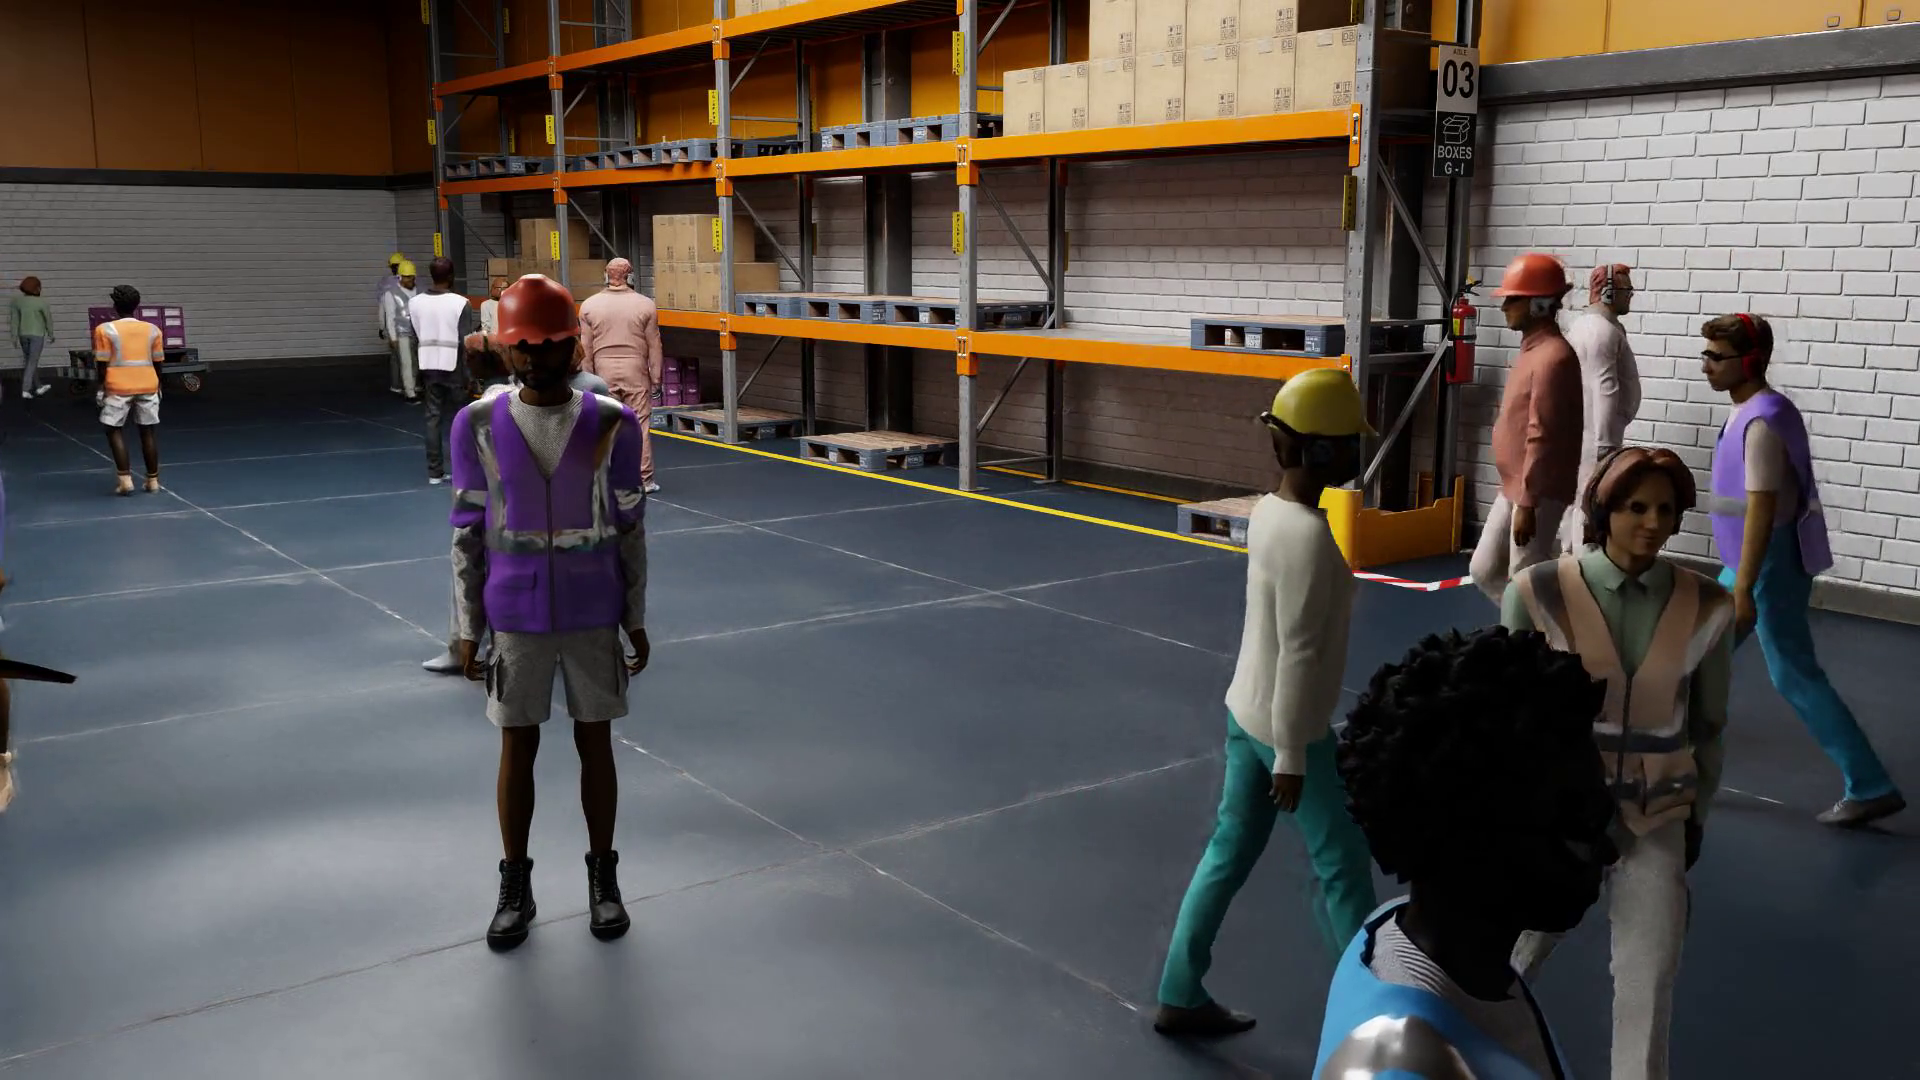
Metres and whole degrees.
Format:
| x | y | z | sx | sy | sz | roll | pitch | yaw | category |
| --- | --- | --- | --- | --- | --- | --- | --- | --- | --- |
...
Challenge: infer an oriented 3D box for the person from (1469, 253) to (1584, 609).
| x | y | z | sx | sy | sz | roll | pitch | yaw | category |
| --- | --- | --- | --- | --- | --- | --- | --- | --- | --- |
| 2.393 | -0.212 | 7.035 | 0.431 | 1.980 | 0.643 | 2 | 10 | 9 | person |

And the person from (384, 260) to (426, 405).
| x | y | z | sx | sy | sz | roll | pitch | yaw | category |
| --- | --- | --- | --- | --- | --- | --- | --- | --- | --- |
| -6.893 | -2.593 | 20.857 | 0.421 | 1.811 | 0.621 | 9 | 13 | 40 | person |

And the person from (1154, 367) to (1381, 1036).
| x | y | z | sx | sy | sz | roll | pitch | yaw | category |
| --- | --- | --- | --- | --- | --- | --- | --- | --- | --- |
| 0.889 | 0.442 | 4.105 | 0.831 | 1.723 | 0.545 | 0 | 10 | -2 | person |

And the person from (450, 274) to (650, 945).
| x | y | z | sx | sy | sz | roll | pitch | yaw | category |
| --- | --- | --- | --- | --- | --- | --- | --- | --- | --- |
| -1.169 | 0.213 | 4.786 | 0.552 | 1.935 | 0.374 | -2 | 10 | -12 | person |

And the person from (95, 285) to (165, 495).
| x | y | z | sx | sy | sz | roll | pitch | yaw | category |
| --- | --- | --- | --- | --- | --- | --- | --- | --- | --- |
| -6.664 | -1.202 | 13.393 | 0.322 | 1.690 | 0.560 | 8 | 13 | 37 | person |

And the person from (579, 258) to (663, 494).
| x | y | z | sx | sy | sz | roll | pitch | yaw | category |
| --- | --- | --- | --- | --- | --- | --- | --- | --- | --- |
| -2.719 | -1.312 | 13.420 | 0.652 | 1.904 | 0.403 | 0 | 10 | -2 | person |

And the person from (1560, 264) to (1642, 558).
| x | y | z | sx | sy | sz | roll | pitch | yaw | category |
| --- | --- | --- | --- | --- | --- | --- | --- | --- | --- |
| 3.645 | -0.606 | 9.461 | 0.407 | 1.908 | 0.641 | 2 | 10 | 9 | person |

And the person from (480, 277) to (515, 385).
| x | y | z | sx | sy | sz | roll | pitch | yaw | category |
| --- | --- | --- | --- | --- | --- | --- | --- | --- | --- |
| -5.399 | -2.278 | 19.613 | 0.496 | 1.629 | 0.277 | -9 | 13 | -40 | person |

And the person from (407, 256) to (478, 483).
| x | y | z | sx | sy | sz | roll | pitch | yaw | category |
| --- | --- | --- | --- | --- | --- | --- | --- | --- | --- |
| -4.342 | -1.424 | 14.021 | 0.598 | 1.916 | 0.397 | 2 | 10 | 13 | person |

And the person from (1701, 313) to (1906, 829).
| x | y | z | sx | sy | sz | roll | pitch | yaw | category |
| --- | --- | --- | --- | --- | --- | --- | --- | --- | --- |
| 2.835 | 0.109 | 5.816 | 0.980 | 1.793 | 0.620 | 3 | 11 | 17 | person |

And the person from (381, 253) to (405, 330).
| x | y | z | sx | sy | sz | roll | pitch | yaw | category |
| --- | --- | --- | --- | --- | --- | --- | --- | --- | --- |
| -8.281 | -3.296 | 24.629 | 0.533 | 1.871 | 0.320 | -1 | 10 | -8 | person |

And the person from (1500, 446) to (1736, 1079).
| x | y | z | sx | sy | sz | roll | pitch | yaw | category |
| --- | --- | --- | --- | --- | --- | --- | --- | --- | --- |
| 1.402 | 0.574 | 3.680 | 0.506 | 1.611 | 0.788 | 1 | 10 | 8 | person |

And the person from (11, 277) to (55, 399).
| x | y | z | sx | sy | sz | roll | pitch | yaw | category |
| --- | --- | --- | --- | --- | --- | --- | --- | --- | --- |
| -12.180 | -2.659 | 21.868 | 0.493 | 1.579 | 0.851 | 1 | 10 | 4 | person |

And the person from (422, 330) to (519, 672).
| x | y | z | sx | sy | sz | roll | pitch | yaw | category |
| --- | --- | --- | --- | --- | --- | --- | --- | --- | --- |
| -2.267 | -0.174 | 7.852 | 0.704 | 1.614 | 0.527 | 0 | 10 | -3 | person |

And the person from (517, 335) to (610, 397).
| x | y | z | sx | sy | sz | roll | pitch | yaw | category |
| --- | --- | --- | --- | --- | --- | --- | --- | --- | --- |
| -2.045 | -0.318 | 8.611 | 0.501 | 1.631 | 0.286 | 1 | 10 | 5 | person |

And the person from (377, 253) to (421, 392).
| x | y | z | sx | sy | sz | roll | pitch | yaw | category |
| --- | --- | --- | --- | --- | --- | --- | --- | --- | --- |
| -7.588 | -2.929 | 22.590 | 0.622 | 1.890 | 0.682 | -5 | 11 | -27 | person |

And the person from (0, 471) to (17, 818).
| x | y | z | sx | sy | sz | roll | pitch | yaw | category |
| --- | --- | --- | --- | --- | --- | --- | --- | --- | --- |
| -3.532 | 0.040 | 5.581 | 0.659 | 1.993 | 0.786 | 0 | 10 | 0 | person |

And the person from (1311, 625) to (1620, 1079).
| x | y | z | sx | sy | sz | roll | pitch | yaw | category |
| --- | --- | --- | --- | --- | --- | --- | --- | --- | --- |
| 0.433 | 0.910 | 1.552 | 0.321 | 1.697 | 0.529 | 3 | 11 | 16 | person |
